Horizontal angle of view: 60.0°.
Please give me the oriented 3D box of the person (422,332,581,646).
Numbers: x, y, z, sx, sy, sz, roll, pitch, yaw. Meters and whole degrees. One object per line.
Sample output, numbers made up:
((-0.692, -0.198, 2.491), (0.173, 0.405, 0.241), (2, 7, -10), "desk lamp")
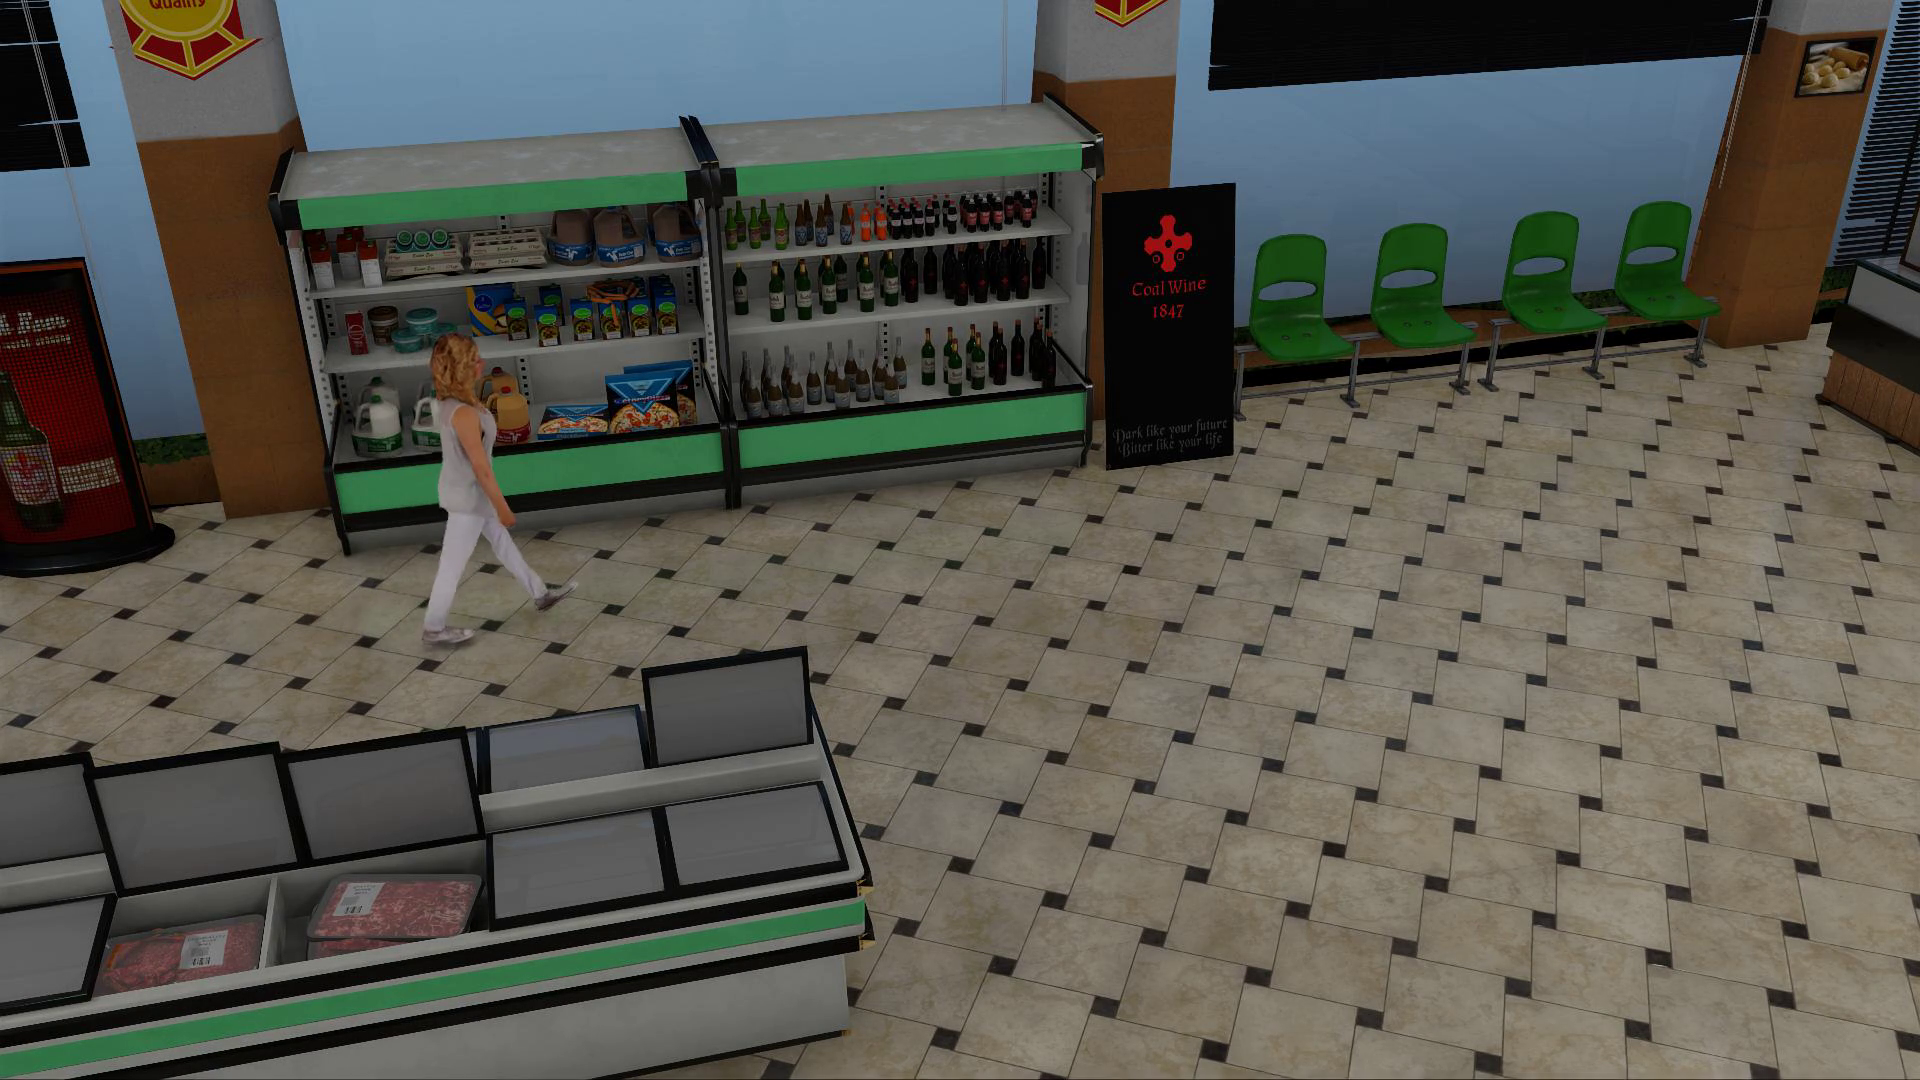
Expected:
((-2.514, -0.201, 8.204), (1.076, 1.622, 0.683), (-11, 30, -19), "person")
